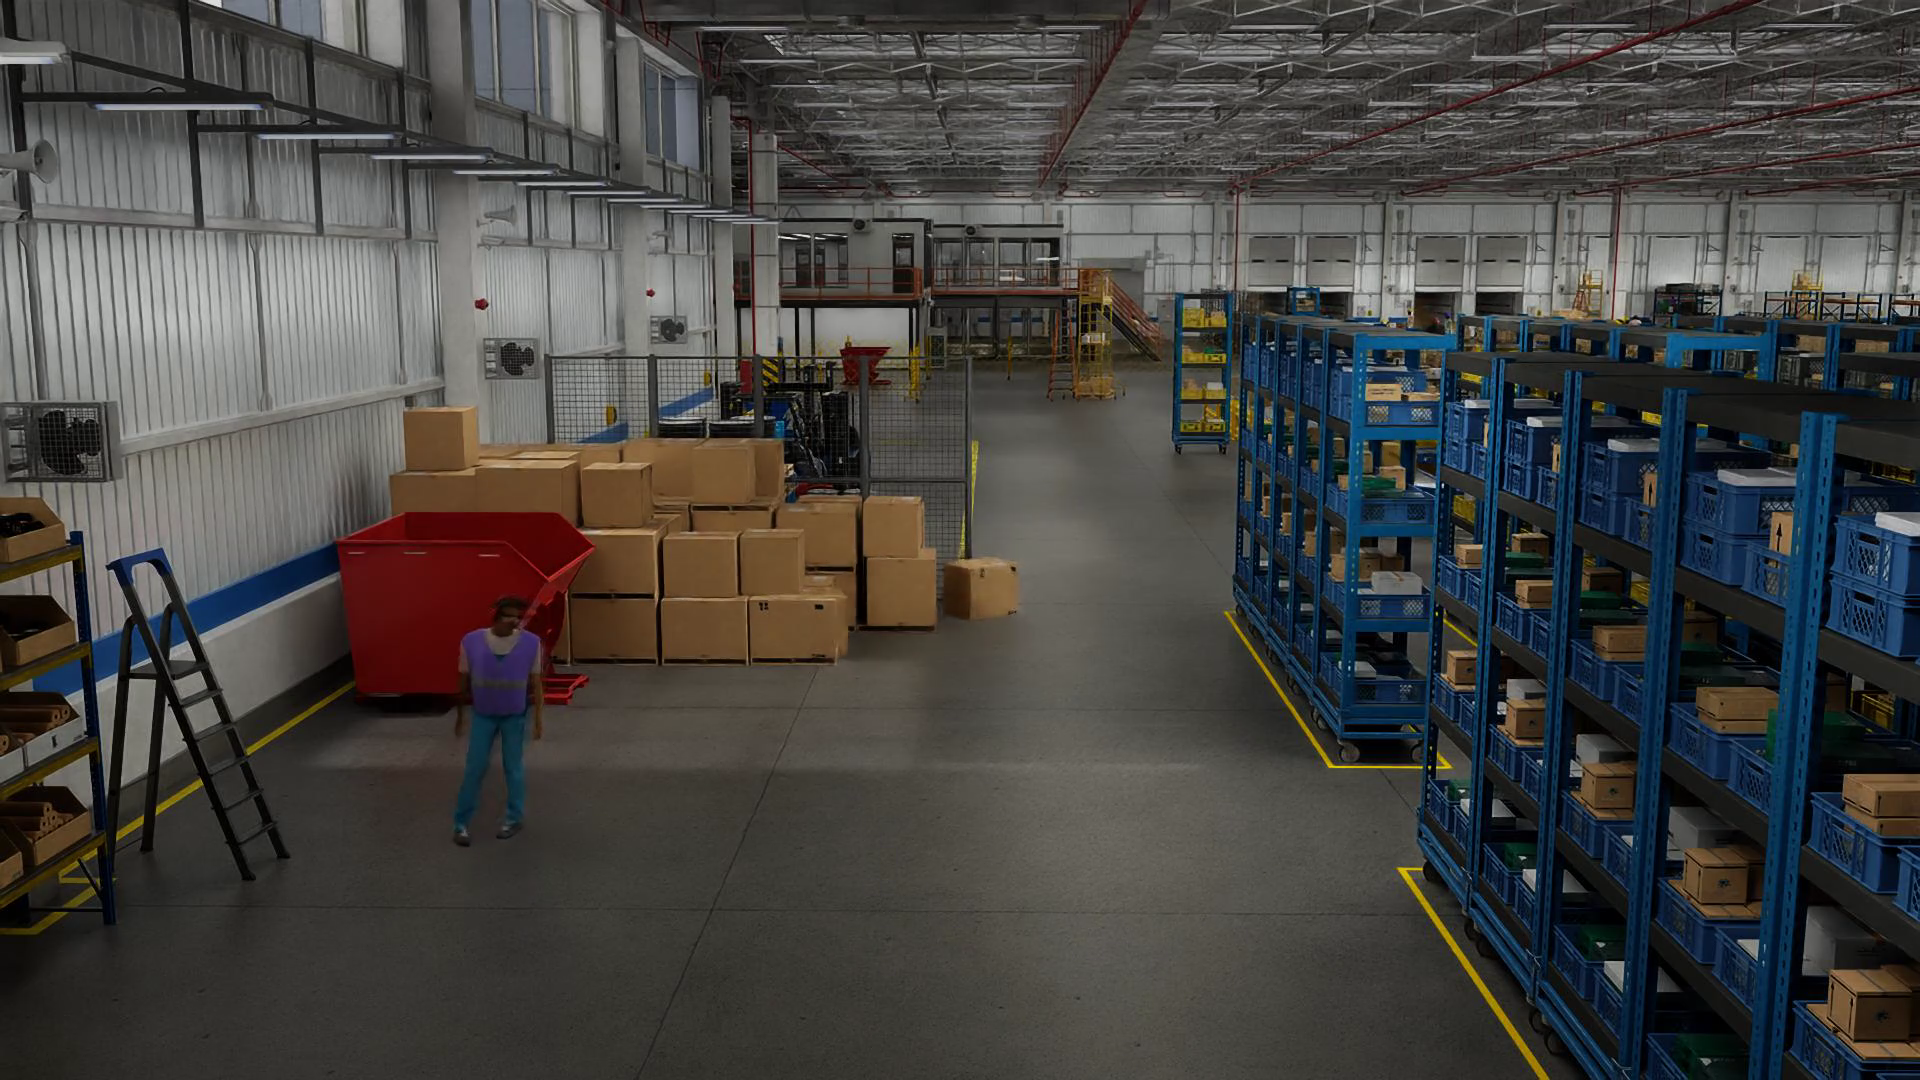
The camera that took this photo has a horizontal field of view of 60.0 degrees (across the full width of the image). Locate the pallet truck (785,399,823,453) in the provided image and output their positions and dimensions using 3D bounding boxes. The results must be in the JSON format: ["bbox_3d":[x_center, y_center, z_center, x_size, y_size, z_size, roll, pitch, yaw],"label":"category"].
[{"bbox_3d":[-3.814,-2.432,36.419,1.630,1.274,0.653,0,9,1],"label":"pallet truck"}]

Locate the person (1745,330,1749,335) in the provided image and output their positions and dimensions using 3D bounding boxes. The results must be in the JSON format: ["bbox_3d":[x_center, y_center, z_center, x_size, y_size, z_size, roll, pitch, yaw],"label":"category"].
[{"bbox_3d":[27.575,-6.429,58.803,0.767,2.000,0.691,2,9,10],"label":"person"}]

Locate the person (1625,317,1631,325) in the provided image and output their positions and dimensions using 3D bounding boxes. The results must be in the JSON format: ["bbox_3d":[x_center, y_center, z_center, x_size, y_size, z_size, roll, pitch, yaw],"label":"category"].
[{"bbox_3d":[31.242,-9.469,77.946,0.595,1.916,0.400,6,11,35],"label":"person"}]

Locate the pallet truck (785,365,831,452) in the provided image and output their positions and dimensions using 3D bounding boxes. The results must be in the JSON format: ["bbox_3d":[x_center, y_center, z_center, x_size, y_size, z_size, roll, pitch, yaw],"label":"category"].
[{"bbox_3d":[-3.774,-2.976,37.635,1.885,1.965,0.823,1,9,5],"label":"pallet truck"}]

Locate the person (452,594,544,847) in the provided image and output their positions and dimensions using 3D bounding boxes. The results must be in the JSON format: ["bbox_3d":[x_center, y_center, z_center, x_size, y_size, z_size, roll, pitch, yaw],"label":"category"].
[{"bbox_3d":[-3.345,1.282,11.981,0.688,1.813,0.517,-2,9,-12],"label":"person"}]

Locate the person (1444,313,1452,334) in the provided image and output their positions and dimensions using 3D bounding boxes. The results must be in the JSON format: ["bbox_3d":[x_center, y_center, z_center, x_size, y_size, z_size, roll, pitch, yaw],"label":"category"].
[{"bbox_3d":[25.175,-10.761,85.862,0.425,1.938,0.603,-2,9,-13],"label":"person"}]

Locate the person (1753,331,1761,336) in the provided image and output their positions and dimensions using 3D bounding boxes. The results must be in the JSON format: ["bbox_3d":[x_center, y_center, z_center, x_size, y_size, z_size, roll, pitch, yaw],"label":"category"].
[{"bbox_3d":[38.141,-9.635,79.639,0.536,1.696,0.318,-7,11,-36],"label":"person"}]

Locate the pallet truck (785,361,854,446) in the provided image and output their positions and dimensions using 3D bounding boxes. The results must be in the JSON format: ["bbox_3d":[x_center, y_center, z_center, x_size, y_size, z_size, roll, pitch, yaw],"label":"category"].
[{"bbox_3d":[-3.410,-3.193,38.978,1.885,1.965,0.823,0,9,-1],"label":"pallet truck"}]

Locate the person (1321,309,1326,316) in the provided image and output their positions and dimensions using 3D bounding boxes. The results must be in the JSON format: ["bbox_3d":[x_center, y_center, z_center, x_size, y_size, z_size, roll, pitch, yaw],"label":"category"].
[{"bbox_3d":[20.471,-12.021,93.689,0.402,1.922,0.549,9,13,44],"label":"person"}]

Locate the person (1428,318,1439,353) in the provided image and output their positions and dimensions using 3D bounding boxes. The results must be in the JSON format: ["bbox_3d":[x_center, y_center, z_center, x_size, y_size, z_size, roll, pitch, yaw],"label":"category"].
[{"bbox_3d":[21.581,-9.145,75.779,0.661,1.970,0.491,-4,10,-23],"label":"person"}]

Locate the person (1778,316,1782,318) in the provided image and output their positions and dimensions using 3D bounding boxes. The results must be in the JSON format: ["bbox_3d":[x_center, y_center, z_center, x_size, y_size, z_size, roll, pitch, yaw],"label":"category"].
[{"bbox_3d":[41.226,-10.310,83.468,0.520,1.815,0.789,-7,12,-37],"label":"person"}]

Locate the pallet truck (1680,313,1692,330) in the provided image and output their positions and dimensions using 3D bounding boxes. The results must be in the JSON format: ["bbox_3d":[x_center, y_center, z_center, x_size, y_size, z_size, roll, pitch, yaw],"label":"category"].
[{"bbox_3d":[36.315,-10.531,84.244,0.823,1.965,1.885,-6,11,-33],"label":"pallet truck"}]

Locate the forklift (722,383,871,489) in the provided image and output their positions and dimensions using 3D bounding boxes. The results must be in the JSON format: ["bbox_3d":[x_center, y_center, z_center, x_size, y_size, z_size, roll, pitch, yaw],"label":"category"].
[{"bbox_3d":[-2.893,-1.687,28.729,2.680,1.987,1.157,0,9,-1],"label":"forklift"}]

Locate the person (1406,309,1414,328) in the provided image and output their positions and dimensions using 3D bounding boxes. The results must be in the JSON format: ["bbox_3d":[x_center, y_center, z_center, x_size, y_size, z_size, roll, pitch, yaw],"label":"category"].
[{"bbox_3d":[25.623,-12.197,94.770,0.394,1.920,0.586,8,12,42],"label":"person"}]

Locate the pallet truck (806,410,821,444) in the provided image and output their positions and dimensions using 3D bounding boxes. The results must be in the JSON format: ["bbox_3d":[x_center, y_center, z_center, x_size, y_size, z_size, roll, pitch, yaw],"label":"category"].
[{"bbox_3d":[-3.559,-2.018,33.905,1.522,1.261,0.704,0,9,-1],"label":"pallet truck"}]

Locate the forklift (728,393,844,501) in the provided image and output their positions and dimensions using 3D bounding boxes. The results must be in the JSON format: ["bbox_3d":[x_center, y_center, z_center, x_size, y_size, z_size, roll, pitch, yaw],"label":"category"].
[{"bbox_3d":[-2.979,-1.316,26.476,2.680,1.987,1.157,0,9,1],"label":"forklift"}]

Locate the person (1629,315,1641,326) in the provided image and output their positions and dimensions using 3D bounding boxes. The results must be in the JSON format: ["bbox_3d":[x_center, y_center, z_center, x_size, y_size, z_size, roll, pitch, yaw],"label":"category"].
[{"bbox_3d":[34.498,-10.580,85.025,0.621,1.845,0.429,4,10,24],"label":"person"}]

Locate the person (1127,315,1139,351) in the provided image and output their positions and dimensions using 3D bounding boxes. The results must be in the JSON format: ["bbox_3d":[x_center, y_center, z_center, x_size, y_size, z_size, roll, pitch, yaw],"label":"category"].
[{"bbox_3d":[8.866,-10.559,84.894,0.627,1.844,0.429,5,11,29],"label":"person"}]

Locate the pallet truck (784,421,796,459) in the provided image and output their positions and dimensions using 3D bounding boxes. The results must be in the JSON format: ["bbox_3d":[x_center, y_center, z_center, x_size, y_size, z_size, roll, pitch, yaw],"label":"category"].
[{"bbox_3d":[-4.013,-1.793,32.705,1.601,1.201,0.680,0,9,1],"label":"pallet truck"}]

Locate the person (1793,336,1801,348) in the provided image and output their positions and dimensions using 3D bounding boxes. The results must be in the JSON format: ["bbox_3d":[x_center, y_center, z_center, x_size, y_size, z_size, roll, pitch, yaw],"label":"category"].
[{"bbox_3d":[29.280,-6.285,58.645,0.999,1.810,0.531,0,9,-3],"label":"person"}]
